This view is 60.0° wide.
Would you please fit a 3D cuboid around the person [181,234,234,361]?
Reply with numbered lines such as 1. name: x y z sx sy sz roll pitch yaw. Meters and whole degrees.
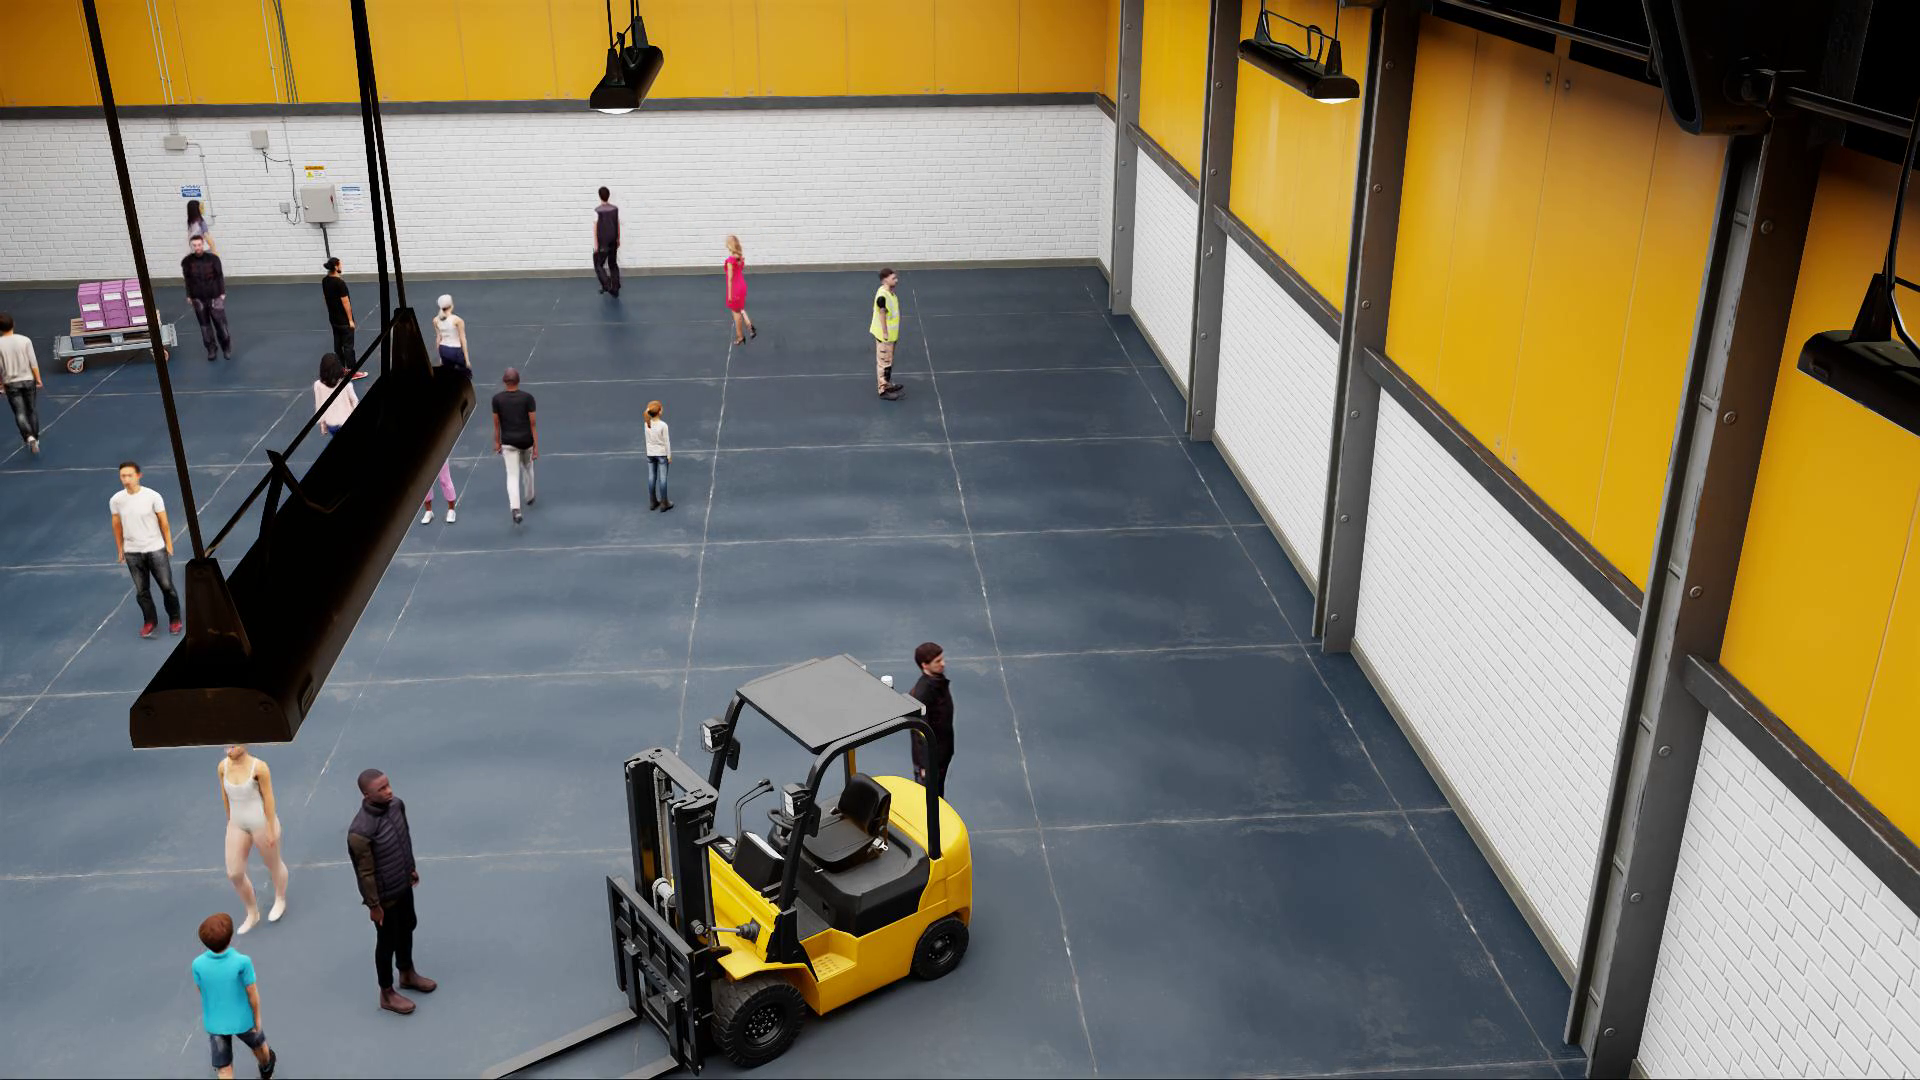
1. person: -11.163 -3.607 24.635 0.745 1.894 0.750 -6 24 -13

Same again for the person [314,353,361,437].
1. person: -7.302 -1.302 19.571 0.784 1.726 1.220 2 24 4

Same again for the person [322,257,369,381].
1. person: -8.871 -3.174 23.816 0.714 1.756 0.750 15 28 30

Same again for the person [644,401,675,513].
1. person: -3.527 -0.981 19.354 0.532 1.312 0.565 9 25 20

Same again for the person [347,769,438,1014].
1. person: -3.834 2.319 11.149 0.804 1.836 0.624 5 24 11

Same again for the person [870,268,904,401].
1. person: -0.998 -2.892 23.066 0.837 1.841 0.664 -1 24 -2

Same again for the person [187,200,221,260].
1. person: -12.496 -4.729 27.405 0.798 1.731 0.877 13 27 26

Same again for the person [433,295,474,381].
1. person: -6.784 -2.402 22.123 0.700 1.697 0.719 5 24 12

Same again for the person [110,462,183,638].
1. person: -7.992 0.072 16.330 0.674 1.805 0.575 -6 24 -12

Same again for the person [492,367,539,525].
1. person: -5.050 -1.043 18.934 0.776 1.763 1.279 -5 24 -11

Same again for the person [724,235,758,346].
1. person: -3.309 -3.790 25.278 0.806 1.714 0.781 9 25 20

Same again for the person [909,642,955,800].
1. person: -0.228 1.617 12.752 0.844 1.839 0.647 6 24 13

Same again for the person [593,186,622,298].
1. person: -5.859 -4.958 27.800 0.796 1.835 0.824 -18 29 -35

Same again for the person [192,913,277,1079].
1. person: -4.491 2.970 10.187 0.608 1.414 0.956 -5 24 -12

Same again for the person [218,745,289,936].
1. person: -5.088 2.026 12.075 0.629 1.631 0.710 1 24 3

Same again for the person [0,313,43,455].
1. person: -11.859 -1.956 20.986 0.973 1.790 1.162 -15 28 -31
